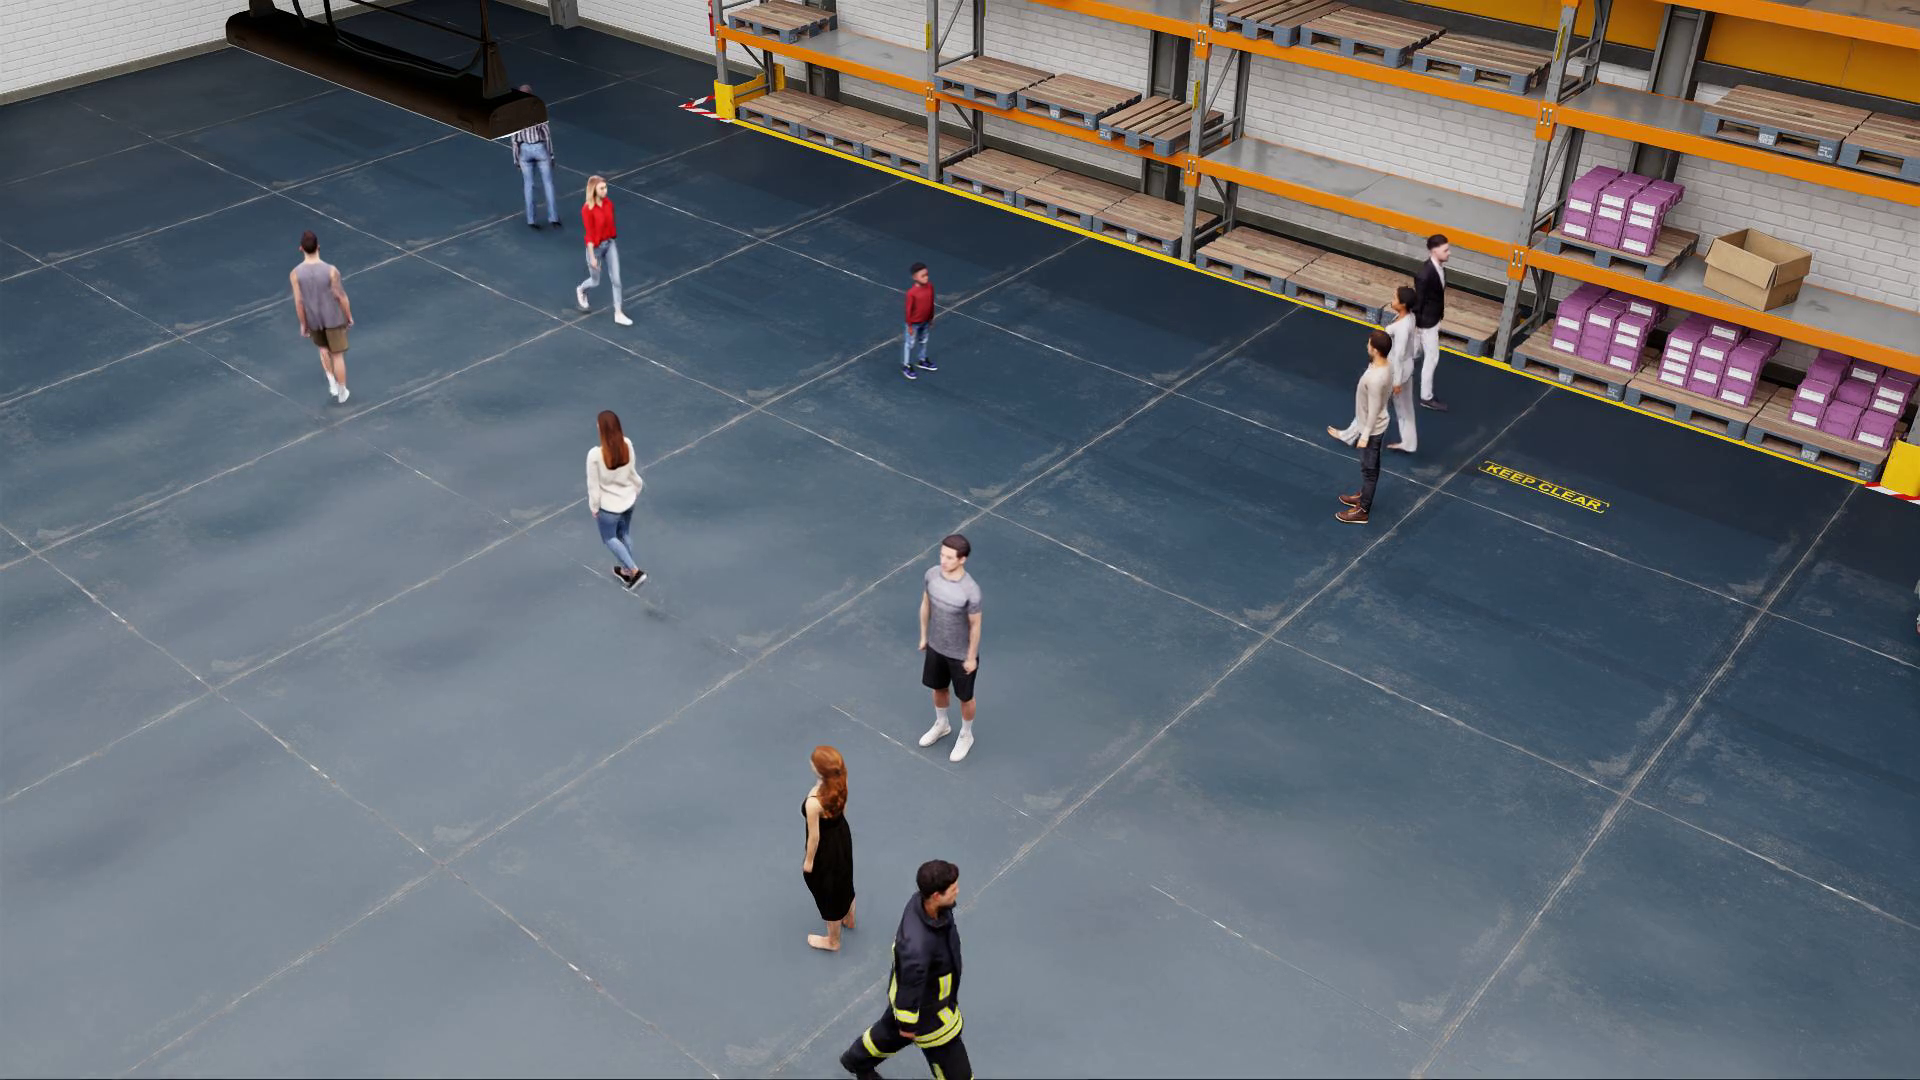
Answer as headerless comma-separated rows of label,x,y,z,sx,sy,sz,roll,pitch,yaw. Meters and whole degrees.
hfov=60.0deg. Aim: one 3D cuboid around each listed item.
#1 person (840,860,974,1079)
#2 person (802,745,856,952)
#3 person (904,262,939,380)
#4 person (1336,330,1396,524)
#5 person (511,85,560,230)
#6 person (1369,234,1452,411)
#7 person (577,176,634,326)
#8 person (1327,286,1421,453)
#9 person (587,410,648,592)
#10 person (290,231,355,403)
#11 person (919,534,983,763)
person,-0.297,2.525,9.386,1.367,1.882,1.162,7,34,10
person,-0.820,1.935,10.505,0.633,1.626,0.611,16,37,23
person,-0.436,-2.291,17.202,0.540,1.251,0.532,-24,41,-32
person,3.647,-1.001,14.708,0.692,1.863,0.721,12,35,17
person,-5.169,-4.649,20.259,0.703,1.793,0.750,-4,34,-6
person,4.544,-2.193,16.544,1.156,1.816,0.770,19,38,26
person,-3.965,-3.163,18.121,0.982,1.685,0.613,23,40,31
person,4.207,-1.569,15.713,1.146,1.695,0.818,15,37,22
person,-2.815,-0.280,13.788,0.685,1.680,0.846,-27,42,-34
person,-6.341,-2.162,16.594,0.797,1.834,0.858,-6,34,-10
person,-0.040,0.751,12.065,0.488,1.871,0.710,24,41,32
